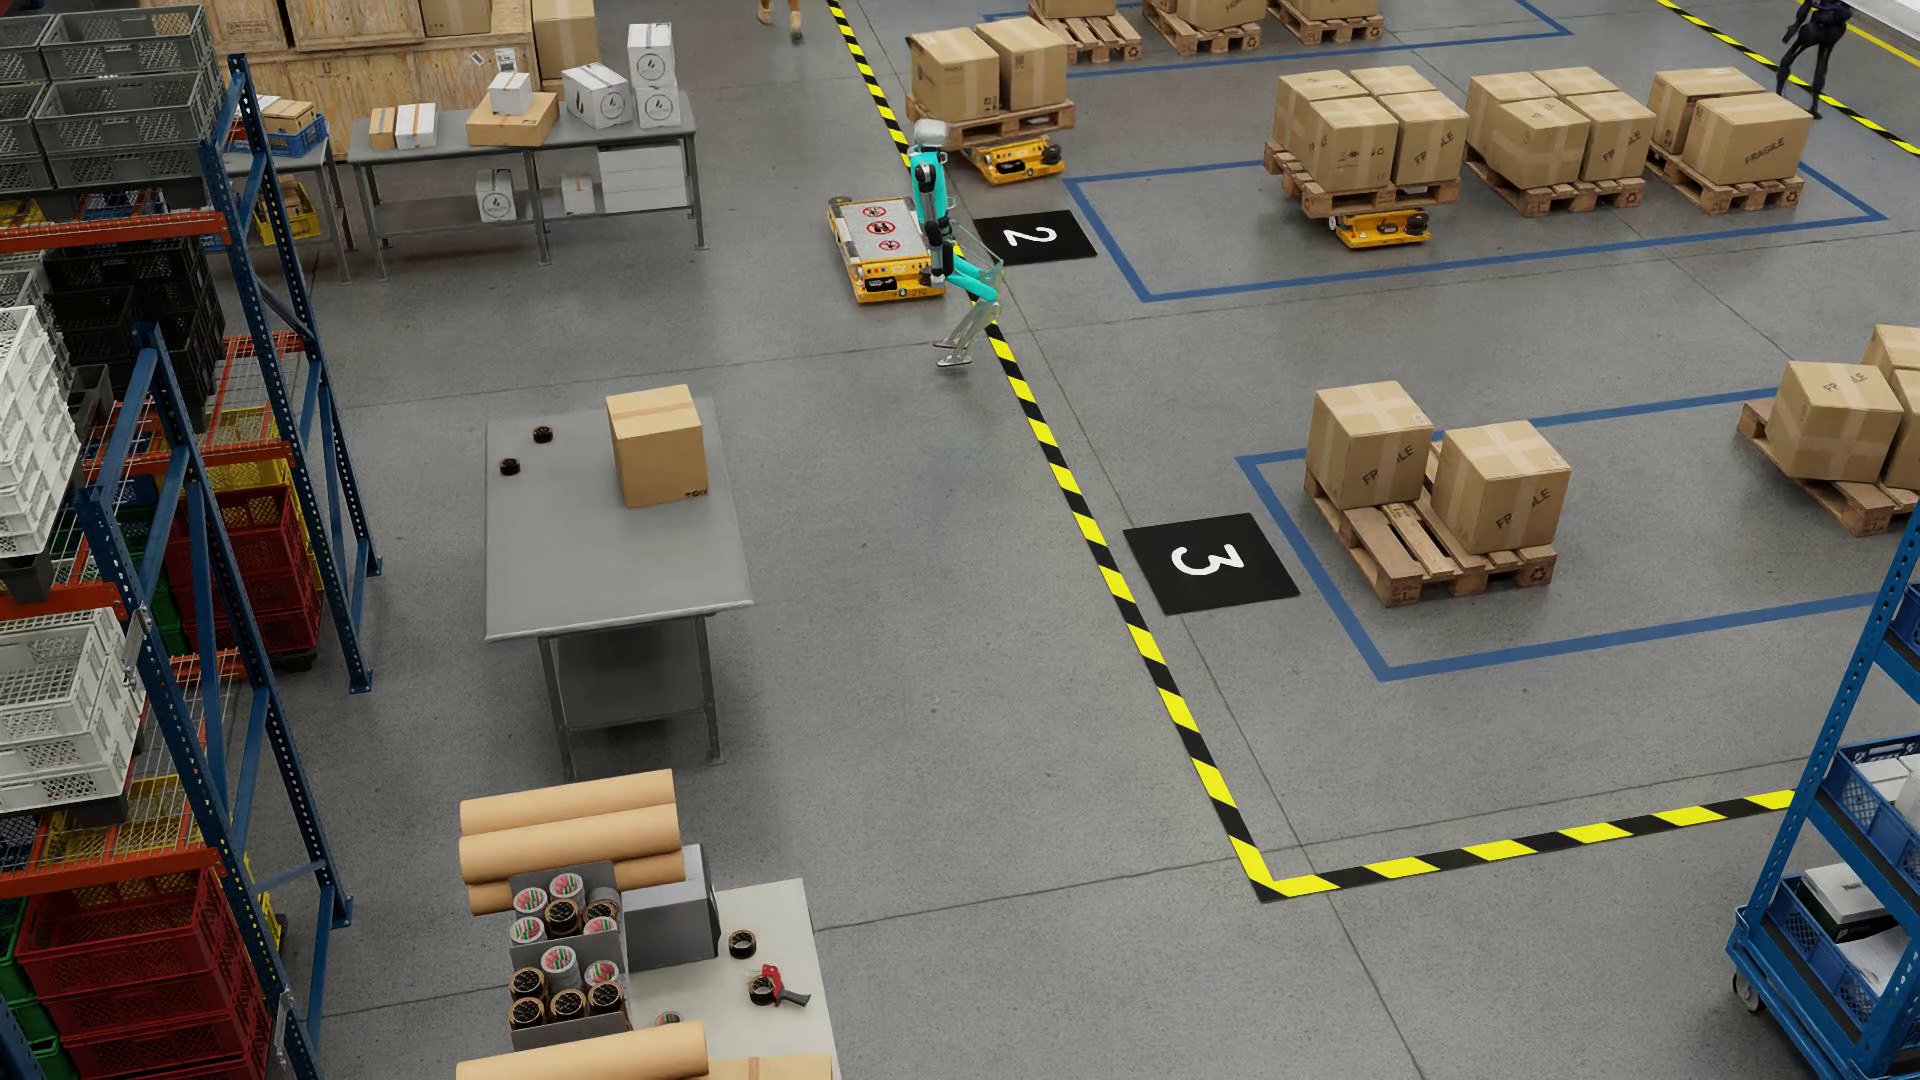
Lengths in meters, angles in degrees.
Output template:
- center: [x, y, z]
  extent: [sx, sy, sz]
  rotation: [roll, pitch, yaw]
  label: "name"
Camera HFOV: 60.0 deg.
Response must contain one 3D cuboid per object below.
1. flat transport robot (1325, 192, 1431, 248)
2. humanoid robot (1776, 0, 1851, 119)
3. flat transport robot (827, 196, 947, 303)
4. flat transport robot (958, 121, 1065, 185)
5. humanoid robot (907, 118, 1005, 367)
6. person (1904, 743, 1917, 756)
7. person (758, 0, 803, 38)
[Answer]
- center: [3.134, -2.740, 13.213]
  extent: [0.652, 0.197, 1.431]
  rotation: [-8, 37, -10]
  label: "flat transport robot"
- center: [7.475, -4.521, 14.453]
  extent: [0.600, 1.643, 0.541]
  rotation: [-14, 39, -18]
  label: "humanoid robot"
- center: [-0.570, -2.220, 12.538]
  extent: [0.659, 0.231, 1.431]
  rotation: [-8, 37, -10]
  label: "flat transport robot"
- center: [0.274, -3.437, 14.150]
  extent: [0.652, 0.197, 1.431]
  rotation: [-16, 39, -20]
  label: "flat transport robot"
- center: [0.034, -1.912, 10.781]
  extent: [0.735, 1.677, 0.533]
  rotation: [-1, 37, -1]
  label: "humanoid robot"
- center: [4.425, 0.745, 7.226]
  extent: [0.368, 1.852, 0.588]
  rotation: [-6, 37, -8]
  label: "person"
- center: [-1.796, -5.872, 15.996]
  extent: [0.619, 2.019, 0.823]
  rotation: [-10, 38, -13]
  label: "person"
